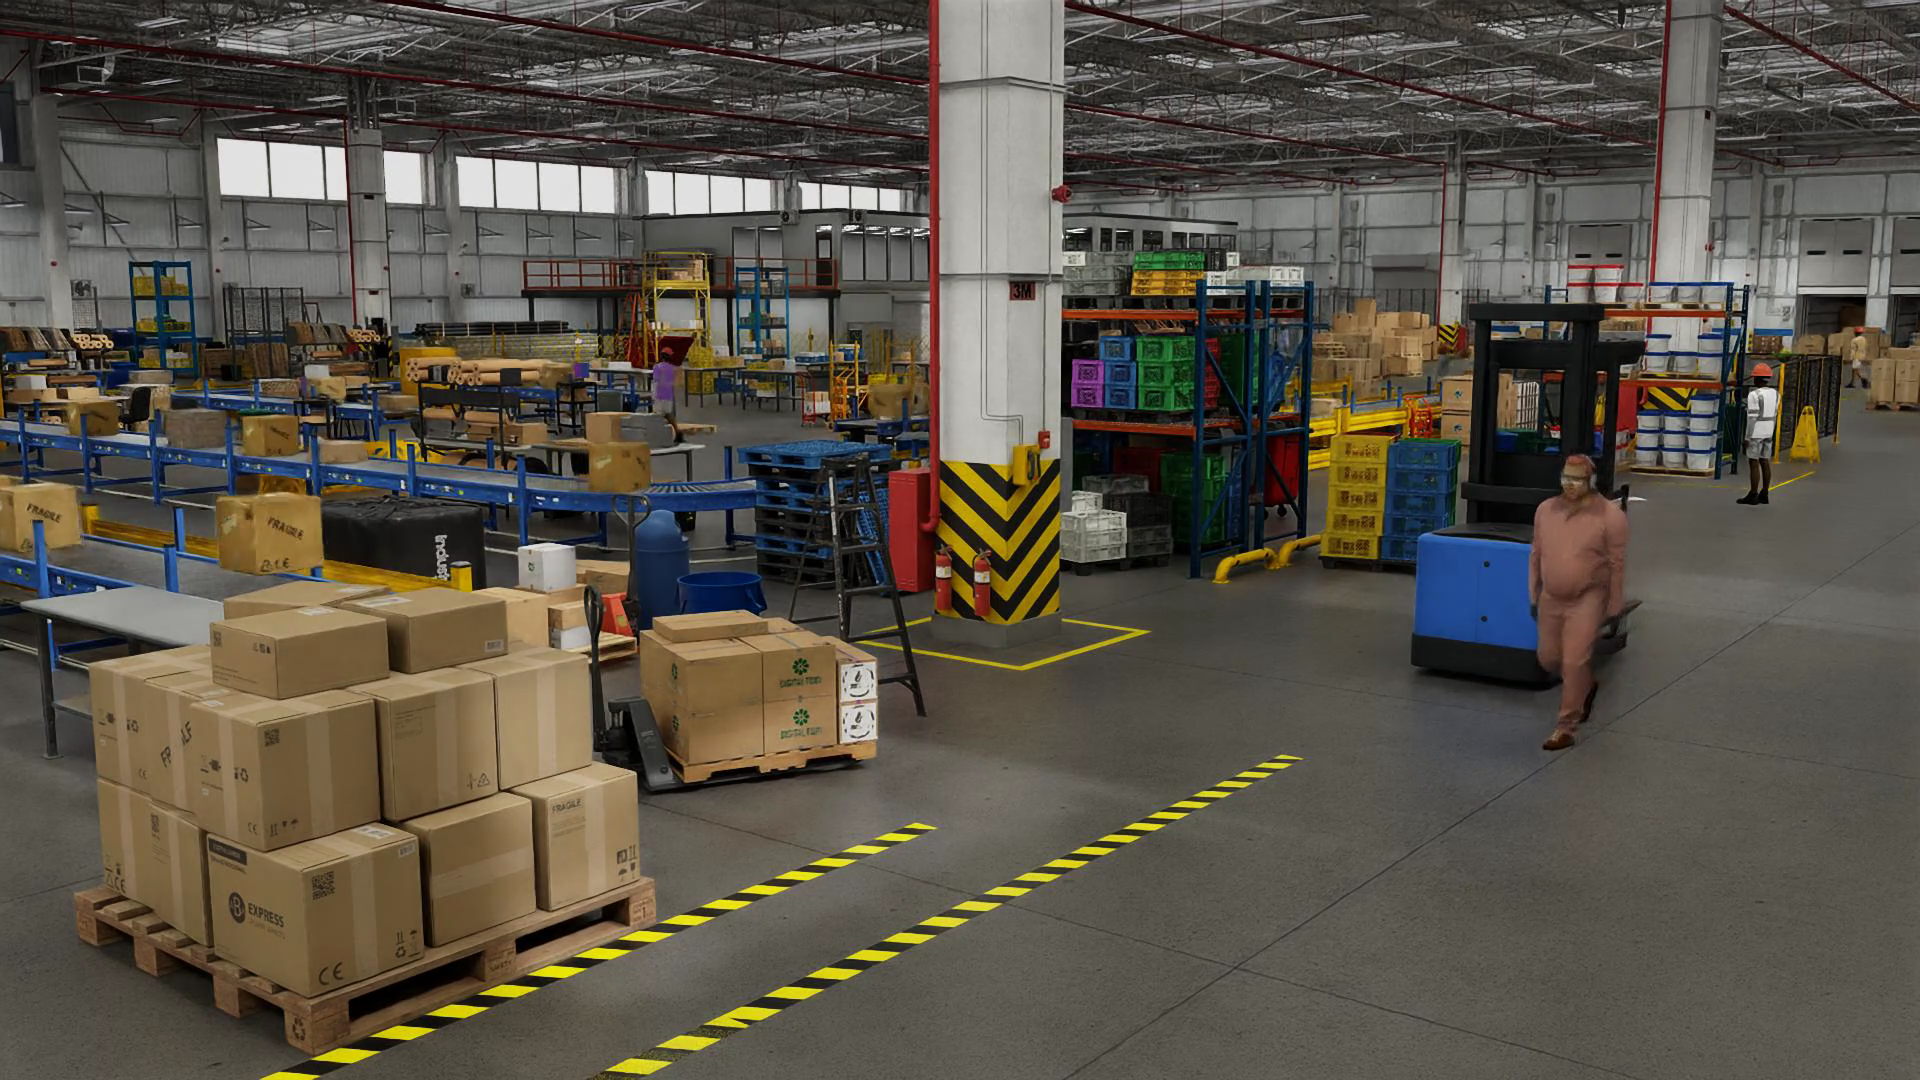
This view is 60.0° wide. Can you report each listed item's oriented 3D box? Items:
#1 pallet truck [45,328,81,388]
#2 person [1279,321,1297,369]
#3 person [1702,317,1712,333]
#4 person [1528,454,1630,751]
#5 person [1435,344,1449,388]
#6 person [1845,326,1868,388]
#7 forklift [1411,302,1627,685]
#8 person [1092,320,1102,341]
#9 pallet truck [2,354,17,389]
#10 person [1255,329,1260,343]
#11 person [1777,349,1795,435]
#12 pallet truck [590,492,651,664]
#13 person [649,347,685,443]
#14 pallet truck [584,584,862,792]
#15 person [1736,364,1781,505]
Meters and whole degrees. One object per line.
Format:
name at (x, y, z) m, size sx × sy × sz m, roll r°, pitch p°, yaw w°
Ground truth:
pallet truck at (-23.775, -4.544, 43.495) m, size 1.885 × 1.965 × 0.823 m, roll 6°, pitch 10°, yaw 35°
person at (11.974, -7.098, 61.052) m, size 0.674 × 1.906 × 0.553 m, roll -3°, pitch 9°, yaw -18°
person at (31.817, -8.639, 71.139) m, size 0.611 × 1.985 × 0.393 m, roll 5°, pitch 10°, yaw 28°
person at (3.978, 0.376, 10.693) m, size 0.719 × 1.890 × 0.653 m, roll -7°, pitch 11°, yaw -38°
person at (12.047, -4.095, 41.696) m, size 0.341 × 1.620 × 0.520 m, roll 7°, pitch 11°, yaw 38°
person at (27.329, -5.549, 50.556) m, size 0.549 × 1.918 × 0.757 m, roll -3°, pitch 9°, yaw -21°
forklift at (4.379, -0.438, 12.852) m, size 1.129 × 2.768 × 1.873 m, roll 7°, pitch 11°, yaw 37°
person at (5.254, -7.471, 63.684) m, size 1.026 × 1.870 × 0.617 m, roll -2°, pitch 9°, yaw -14°
pallet truck at (-24.881, -4.417, 42.634) m, size 1.885 × 1.965 × 0.823 m, roll 8°, pitch 11°, yaw 41°
person at (12.390, -8.159, 68.399) m, size 0.507 × 1.839 × 0.351 m, roll 2°, pitch 9°, yaw 16°
person at (16.913, -3.044, 34.160) m, size 0.326 × 1.767 × 0.533 m, roll 0°, pitch 8°, yaw 1°
pallet truck at (-3.115, 0.344, 12.883) m, size 0.653 × 1.274 × 1.630 m, roll 7°, pitch 11°, yaw 37°
person at (-5.630, -2.736, 31.689) m, size 0.506 × 1.892 × 0.631 m, roll 6°, pitch 10°, yaw 33°
pallet truck at (-1.426, 0.805, 10.019) m, size 1.601 × 1.201 × 0.680 m, roll -4°, pitch 9°, yaw -26°
person at (10.945, -1.446, 22.808) m, size 0.548 × 1.938 × 0.358 m, roll -4°, pitch 10°, yaw -28°
